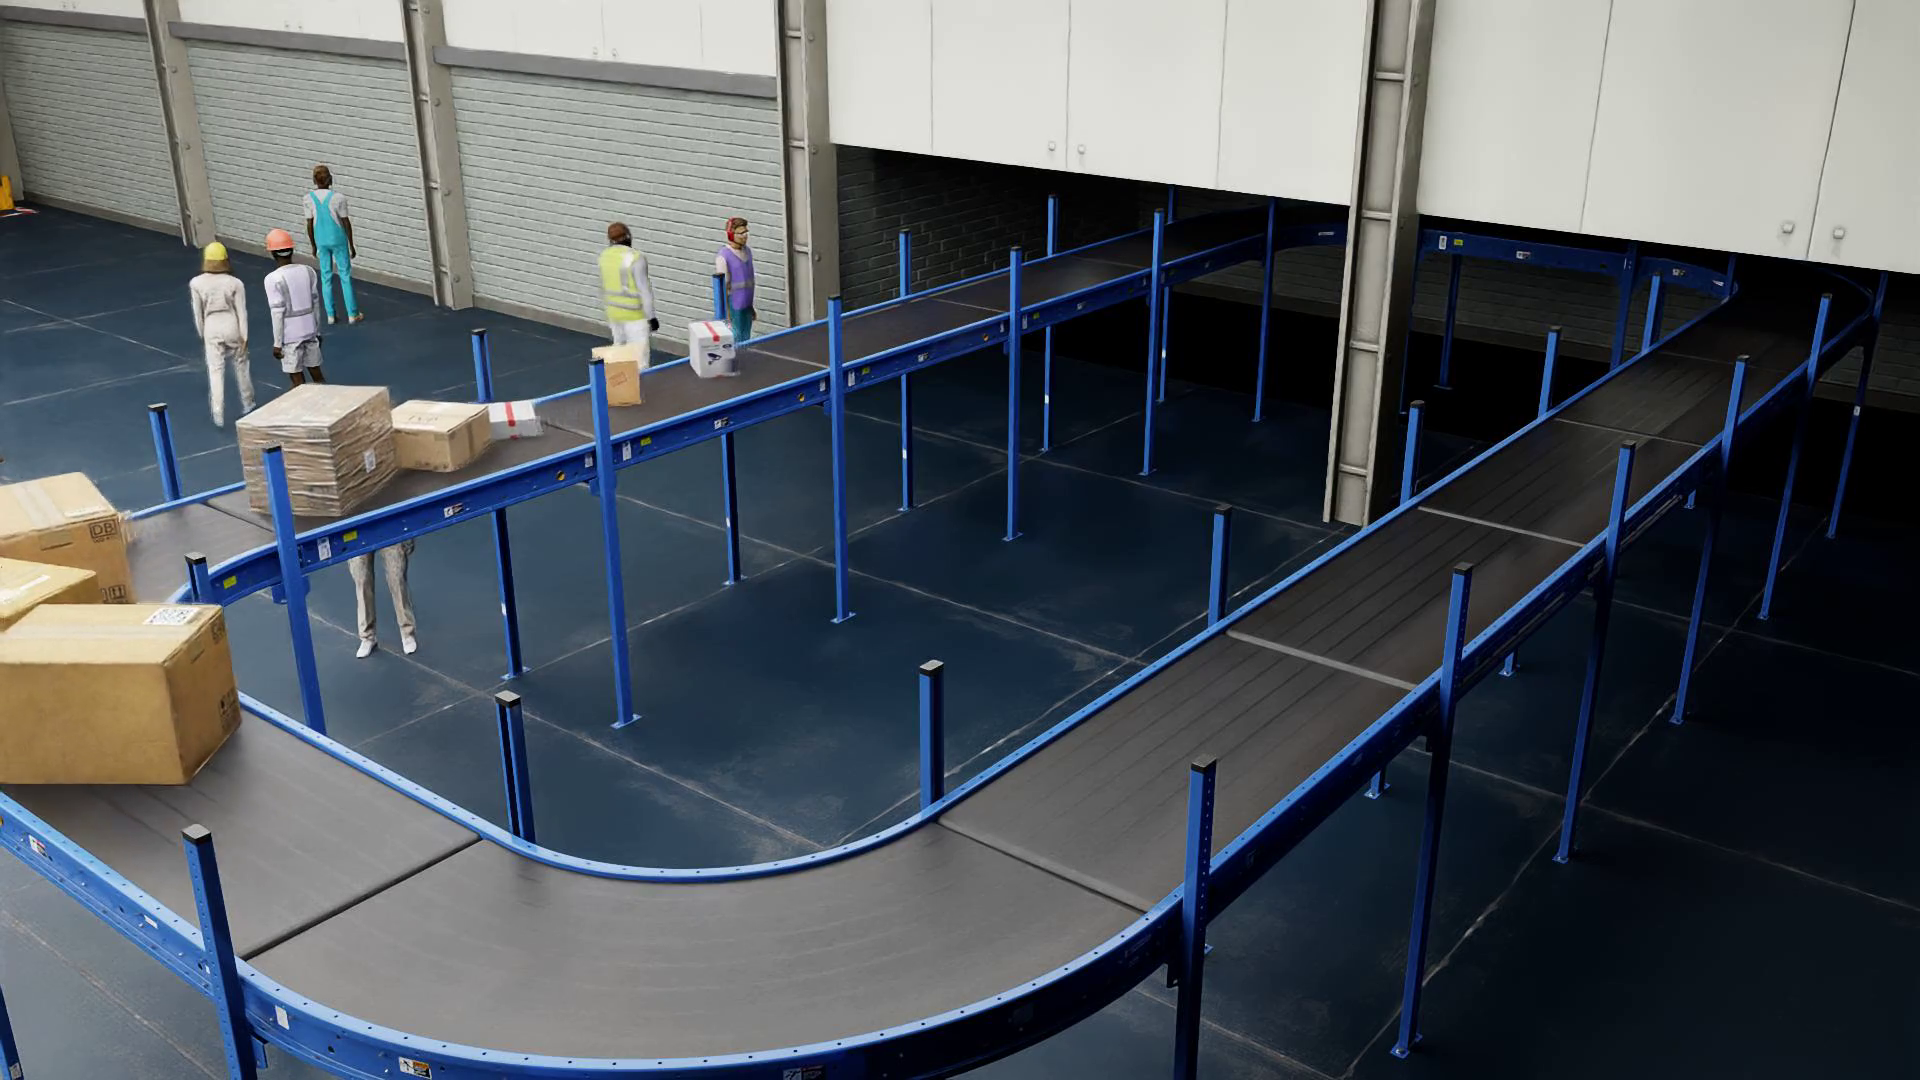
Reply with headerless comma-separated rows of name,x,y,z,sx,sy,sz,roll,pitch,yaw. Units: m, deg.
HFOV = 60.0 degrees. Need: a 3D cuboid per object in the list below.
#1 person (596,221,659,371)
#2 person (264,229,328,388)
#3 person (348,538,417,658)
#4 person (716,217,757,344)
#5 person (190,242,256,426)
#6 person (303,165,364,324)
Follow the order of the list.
person,-3.244,-2.203,16.328,0.690,1.815,0.433,17,27,37
person,-6.158,-1.909,15.401,0.370,1.933,0.550,11,24,25
person,-3.867,-0.019,10.988,0.522,1.645,0.305,-5,22,-11
person,-2.211,-2.273,16.446,0.372,1.843,0.570,7,23,18
person,-7.033,-1.973,15.863,0.493,1.713,0.797,-5,22,-13
person,-7.328,-3.441,19.413,0.504,1.847,0.344,-1,22,-3
